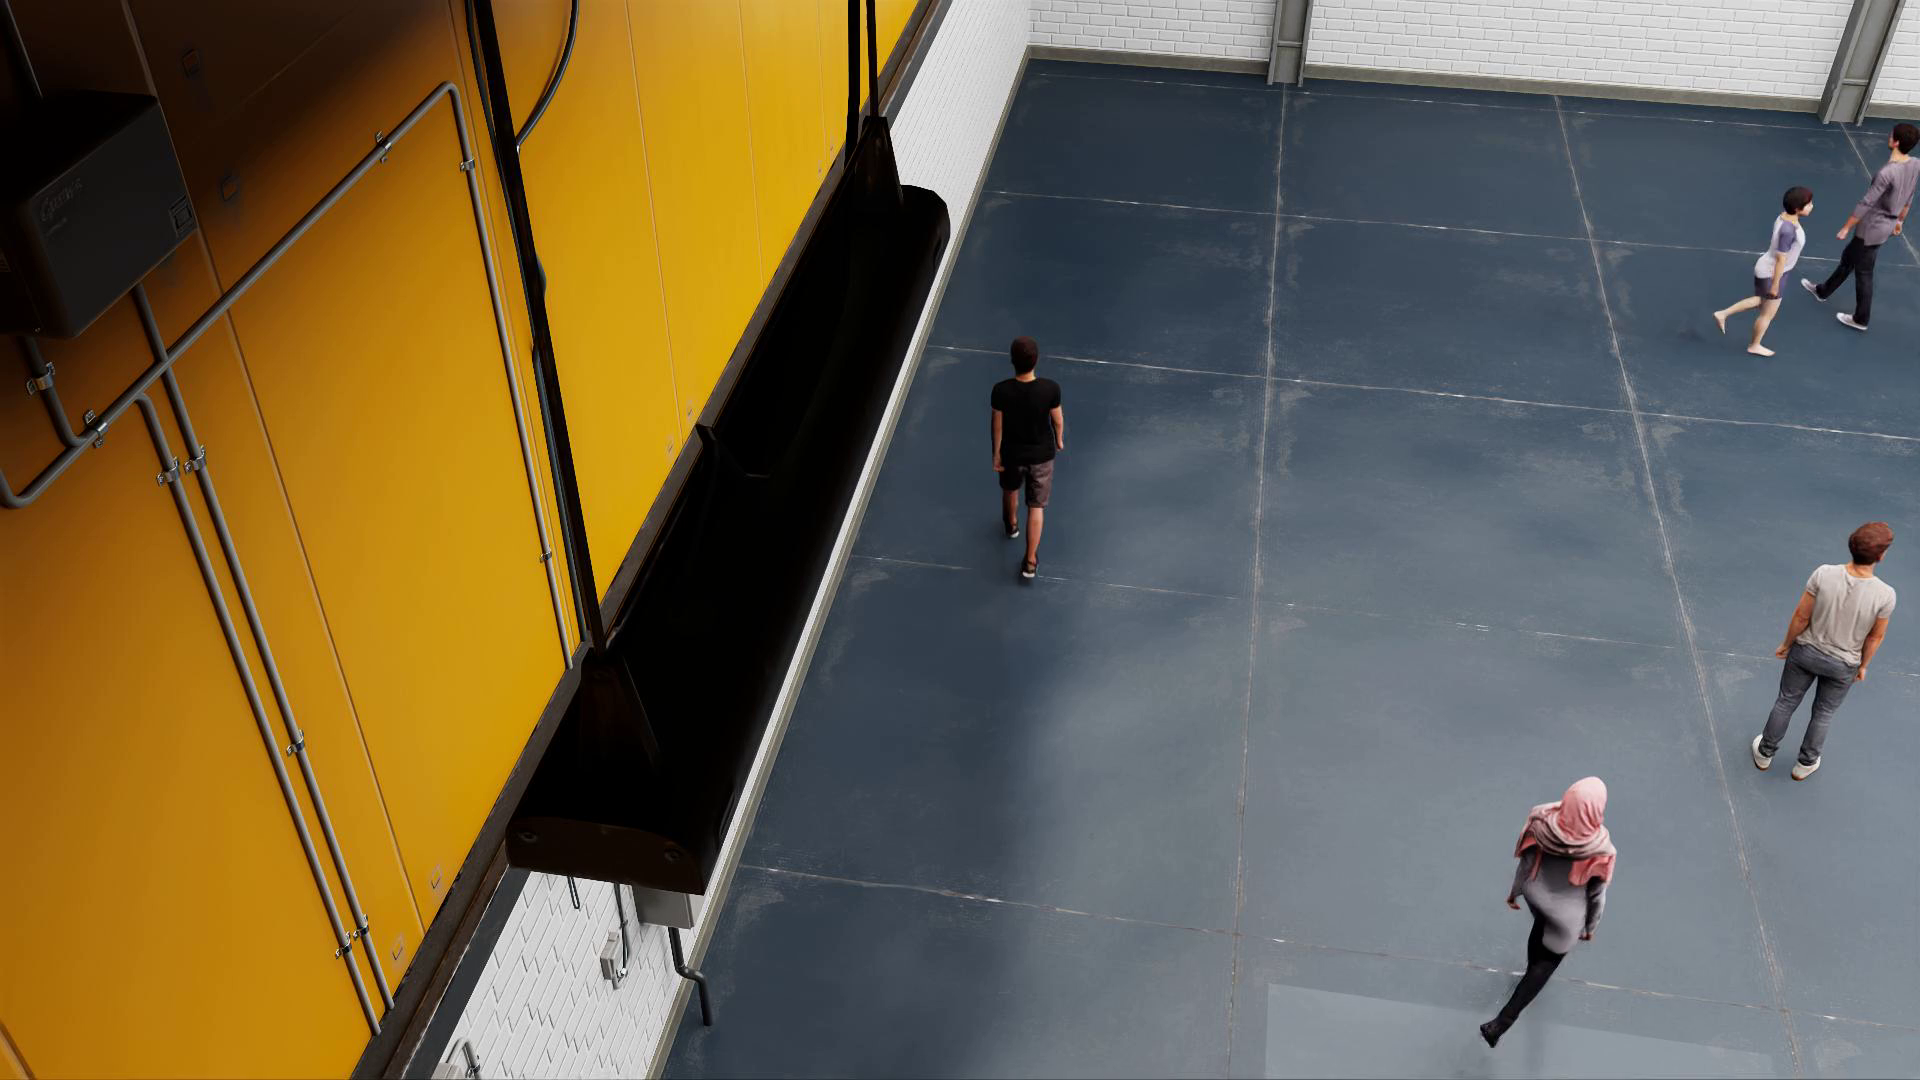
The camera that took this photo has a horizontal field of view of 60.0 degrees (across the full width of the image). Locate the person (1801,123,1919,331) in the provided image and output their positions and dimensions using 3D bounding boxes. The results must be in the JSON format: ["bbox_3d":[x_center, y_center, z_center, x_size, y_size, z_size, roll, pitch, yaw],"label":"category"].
[{"bbox_3d":[7.941,-2.645,14.286,1.068,1.825,1.128,-24,44,-27],"label":"person"}]

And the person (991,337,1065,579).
[{"bbox_3d":[0.481,-0.561,11.671,1.023,1.832,0.786,3,39,3],"label":"person"}]

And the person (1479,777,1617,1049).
[{"bbox_3d":[3.027,1.932,8.592,1.139,1.779,1.089,30,48,32],"label":"person"}]

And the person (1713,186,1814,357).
[{"bbox_3d":[6.805,-2.275,14.045,0.830,1.547,0.646,14,41,16],"label":"person"}]

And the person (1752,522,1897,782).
[{"bbox_3d":[5.236,0.690,10.055,0.648,1.893,0.798,22,43,25],"label":"person"}]
